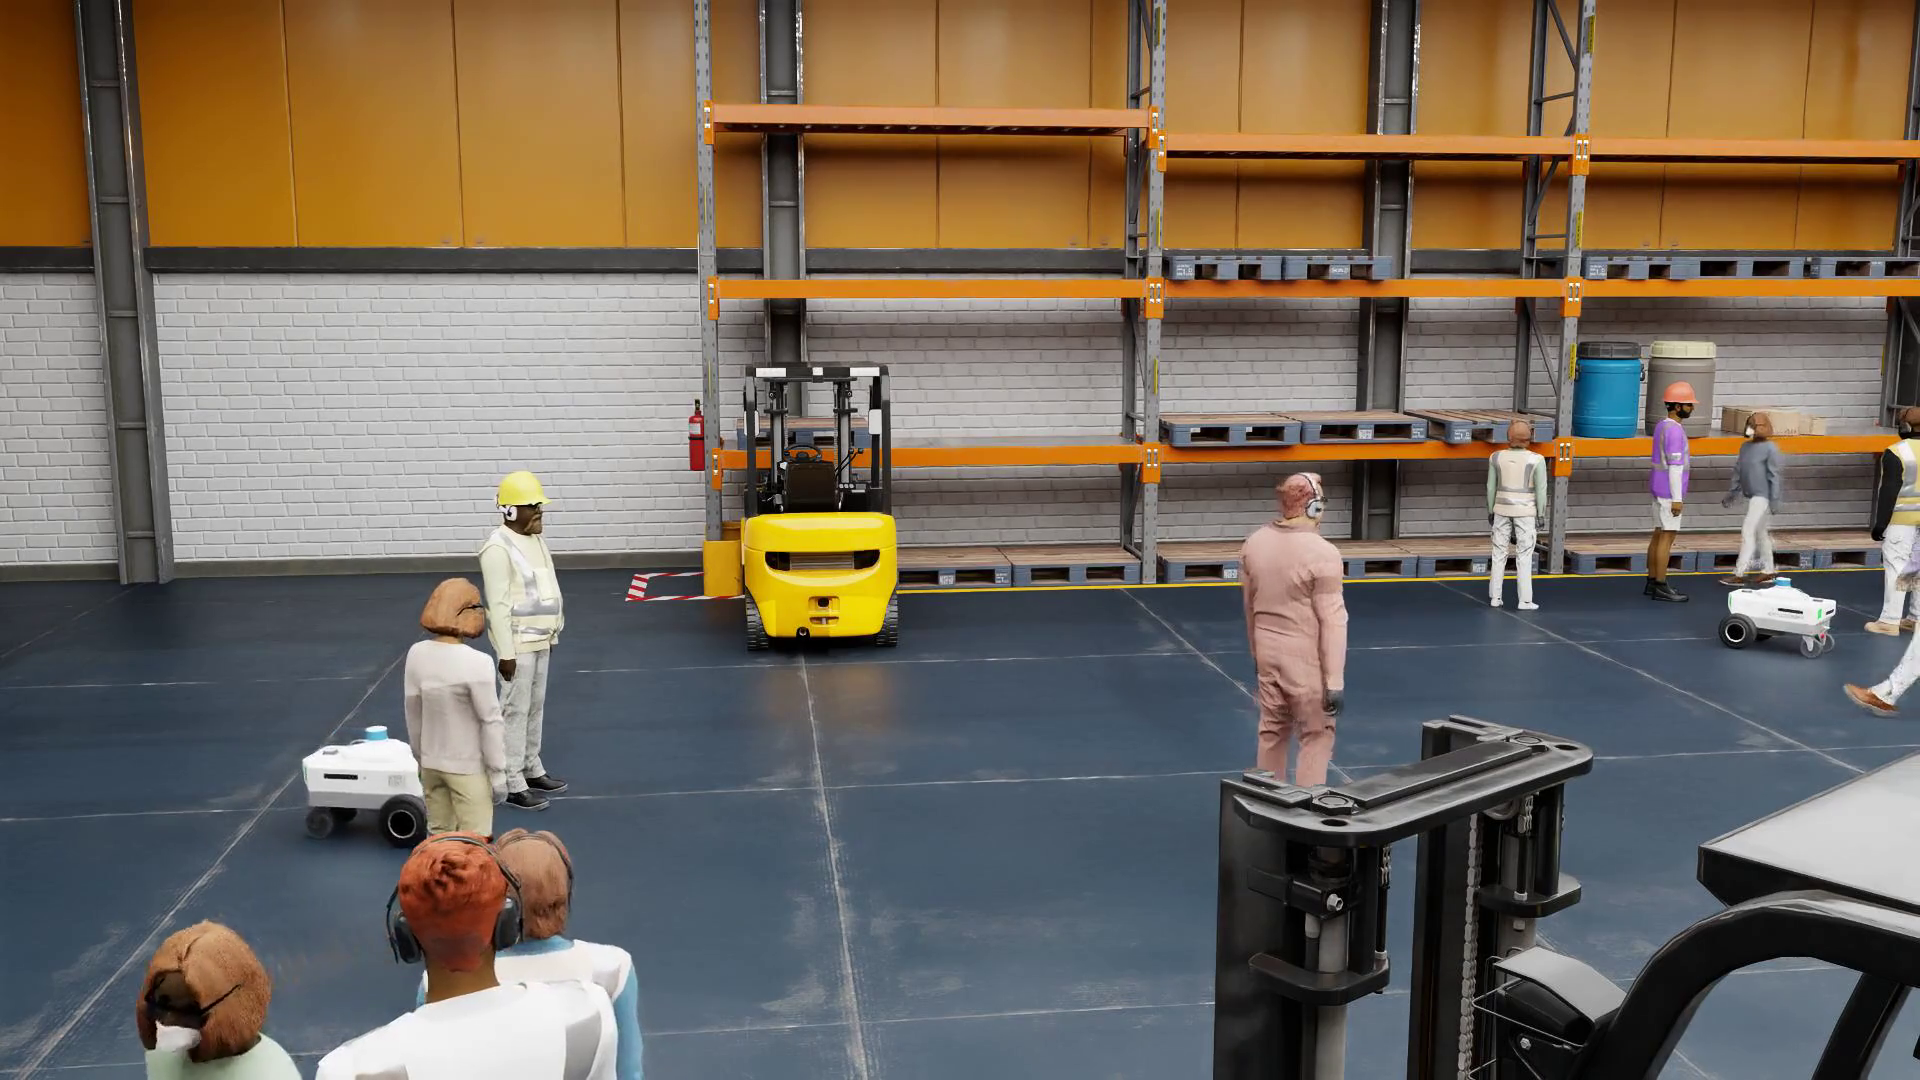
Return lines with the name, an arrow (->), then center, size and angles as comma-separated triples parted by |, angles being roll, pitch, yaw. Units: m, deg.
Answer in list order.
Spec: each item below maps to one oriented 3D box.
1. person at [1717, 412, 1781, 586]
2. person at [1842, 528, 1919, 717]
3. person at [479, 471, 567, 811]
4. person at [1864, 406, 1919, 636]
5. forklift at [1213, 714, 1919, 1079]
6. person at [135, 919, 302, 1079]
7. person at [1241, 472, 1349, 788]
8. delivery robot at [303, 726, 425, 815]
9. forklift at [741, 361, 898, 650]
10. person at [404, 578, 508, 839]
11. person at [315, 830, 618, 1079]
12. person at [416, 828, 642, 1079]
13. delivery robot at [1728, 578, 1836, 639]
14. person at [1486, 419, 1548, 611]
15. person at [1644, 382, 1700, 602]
person -> 7.290, -0.376, 15.395 | 0.770, 1.605, 0.498 | -1, 9, -7
person -> 6.359, 0.248, 10.710 | 1.089, 1.867, 0.632 | 3, 9, 16
person -> -2.356, 0.535, 9.032 | 0.404, 1.830, 0.603 | 1, 9, 7
person -> 7.564, -0.150, 13.300 | 0.622, 1.839, 0.429 | -3, 10, -17
forklift -> 1.441, 1.425, 2.350 | 1.214, 2.155, 2.313 | -7, 12, -39
person -> -1.530, 1.545, 3.505 | 0.539, 1.595, 0.803 | 5, 10, 29
person -> 1.700, 0.613, 8.363 | 0.405, 1.901, 0.670 | -6, 11, -33
delivery robot -> -2.989, 1.201, 8.555 | 0.707, 0.478, 0.477 | 1, 9, 7
forklift -> -1.154, -0.340, 13.365 | 1.214, 2.155, 2.313 | -1, 9, -7
person -> -2.094, 0.966, 6.959 | 0.507, 1.630, 0.268 | 5, 11, 30
person -> -0.896, 1.459, 3.105 | 0.587, 1.881, 0.341 | -7, 12, -38
person -> -1.034, 1.461, 3.984 | 0.518, 1.600, 0.836 | -4, 10, -21
delivery robot -> 6.289, 0.532, 12.734 | 0.477, 0.478, 0.707 | -9, 13, -44
person -> 4.768, -0.210, 14.268 | 0.521, 1.643, 0.306 | 7, 12, 38
person -> 6.291, -0.425, 14.692 | 0.356, 1.937, 0.552 | 1, 9, 9
